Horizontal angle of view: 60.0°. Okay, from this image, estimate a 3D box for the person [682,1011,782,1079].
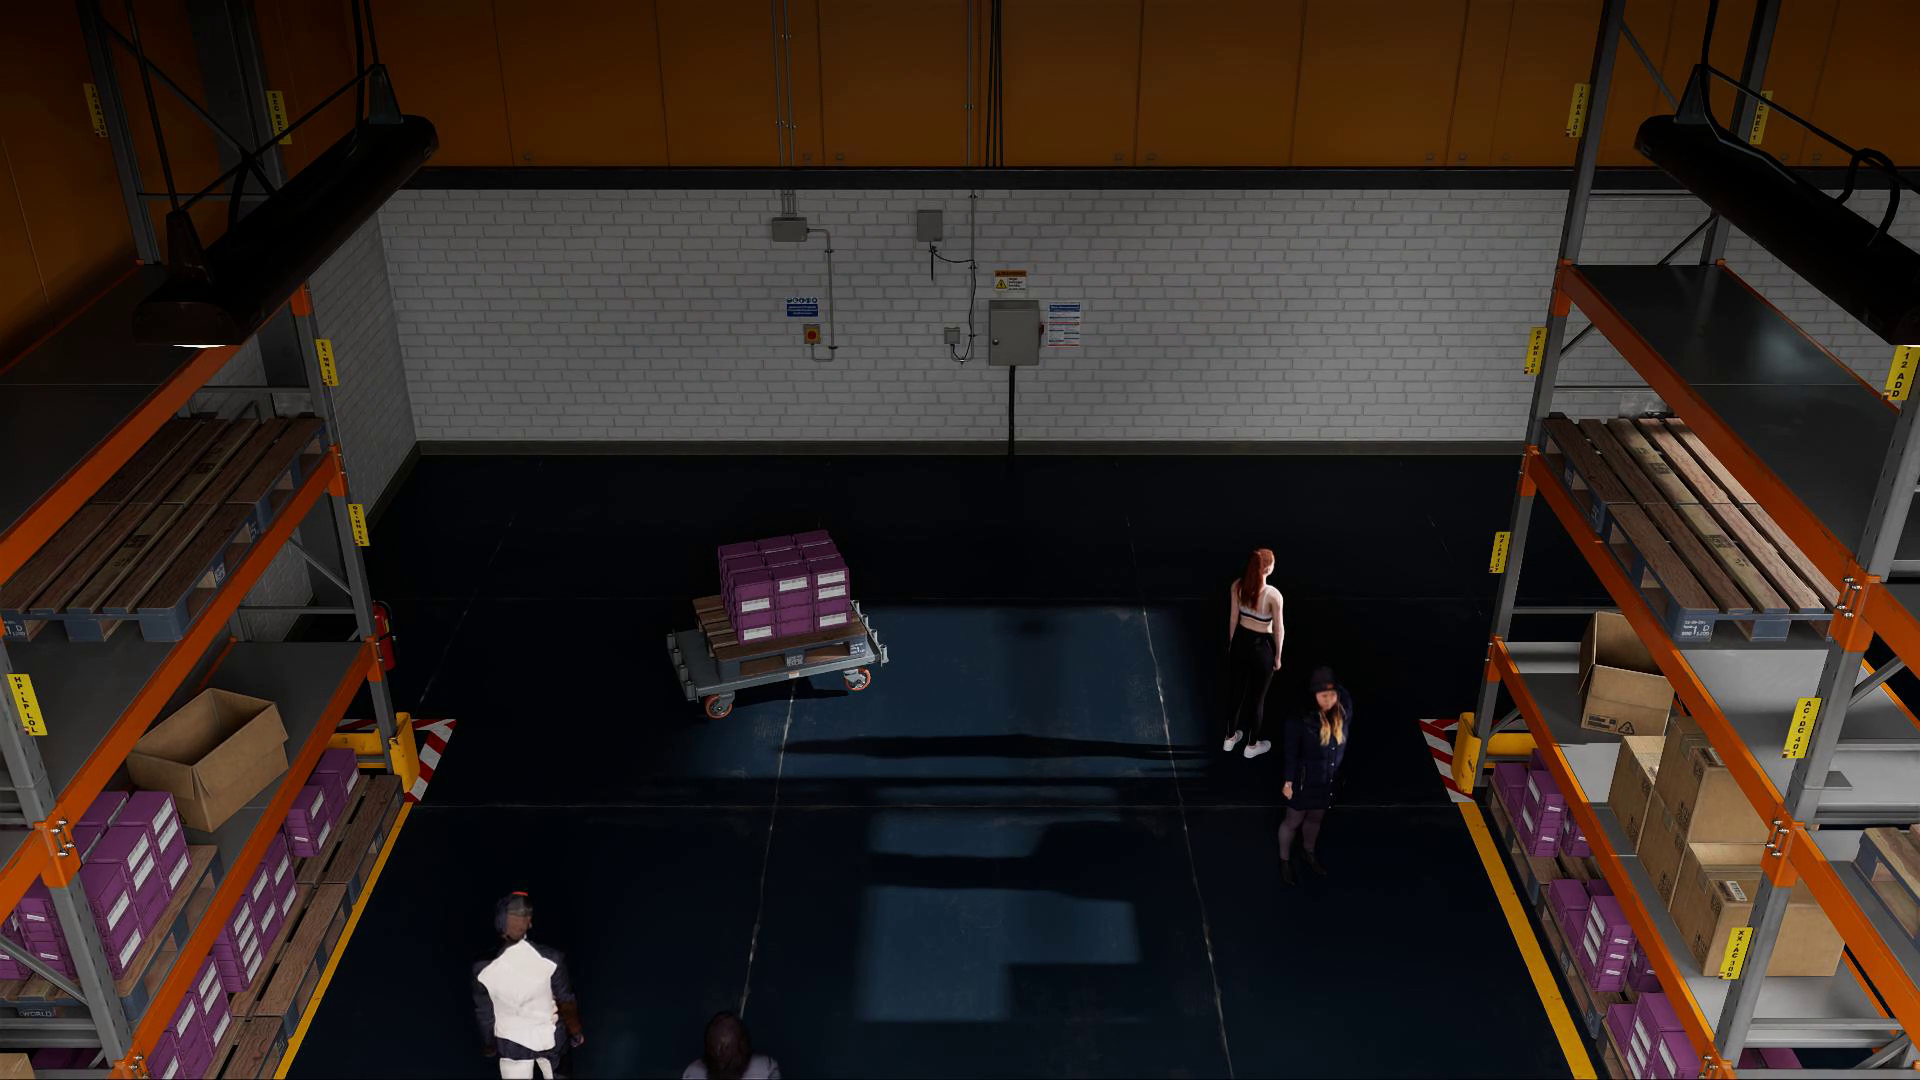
[{"bbox_3d":[-1.150,3.044,8.596,0.713,1.597,0.704,-5,29,-9],"label":"person"}]

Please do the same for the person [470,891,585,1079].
[{"bbox_3d":[-2.312,2.678,8.960,0.736,1.891,0.649,-5,29,-10],"label":"person"}]

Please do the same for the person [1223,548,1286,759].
[{"bbox_3d":[2.190,0.837,12.490,0.658,1.742,0.695,21,35,33],"label":"person"}]

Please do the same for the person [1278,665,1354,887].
[{"bbox_3d":[2.369,1.568,11.220,0.772,1.675,0.786,-12,31,-21],"label":"person"}]
